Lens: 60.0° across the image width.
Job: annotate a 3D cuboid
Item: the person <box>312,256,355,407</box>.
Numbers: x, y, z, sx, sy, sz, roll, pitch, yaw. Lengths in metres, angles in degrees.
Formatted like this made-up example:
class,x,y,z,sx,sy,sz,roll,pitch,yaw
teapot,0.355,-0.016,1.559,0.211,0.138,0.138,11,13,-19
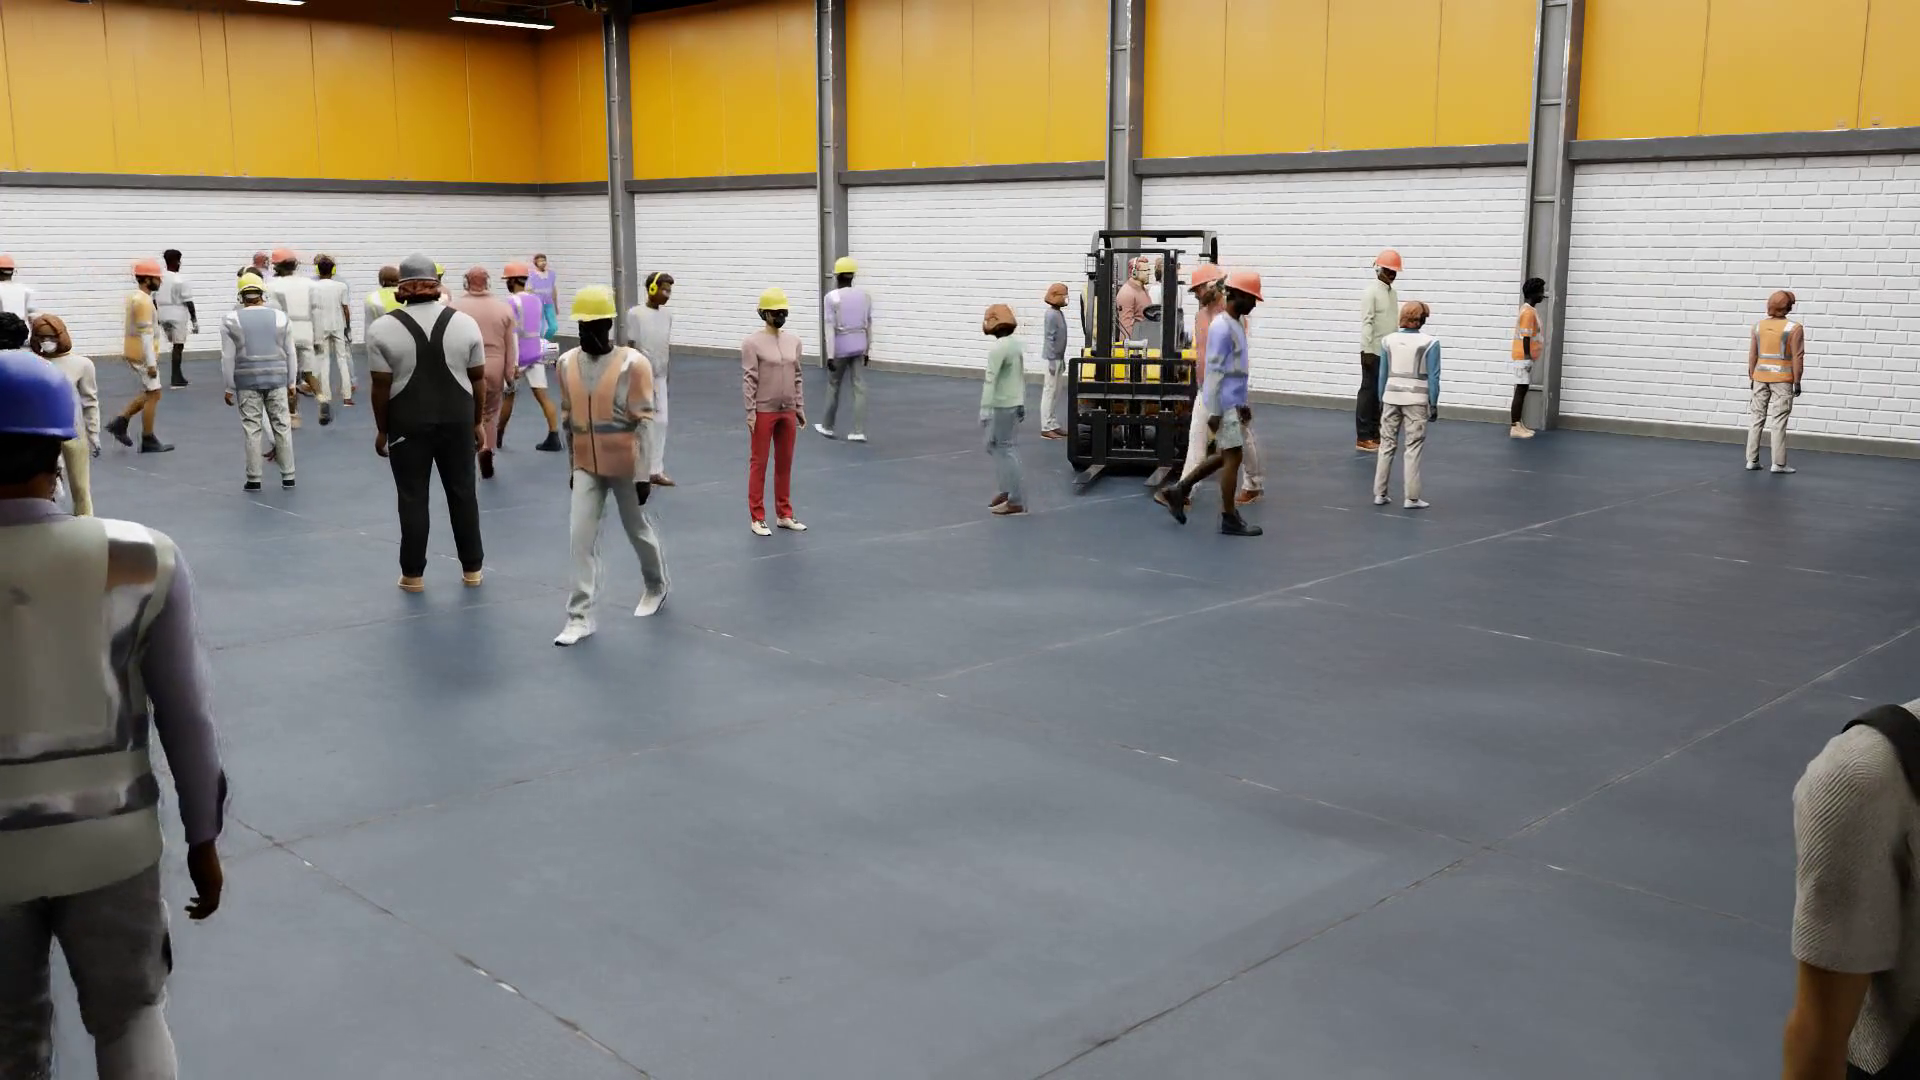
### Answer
class,x,y,z,sx,sy,sz,roll,pitch,yaw
person,-7.869,-2.596,20.764,0.520,1.873,0.335,-3,11,-18

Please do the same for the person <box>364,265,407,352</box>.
class,x,y,z,sx,sy,sz,roll,pitch,yaw
person,-6.081,-2.049,17.950,0.632,1.826,0.695,-7,12,-32

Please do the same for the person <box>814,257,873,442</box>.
class,x,y,z,sx,sy,sz,roll,pitch,yaw
person,-1.222,-1.990,17.379,0.612,1.889,0.909,-6,12,-30

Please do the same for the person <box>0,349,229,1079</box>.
class,x,y,z,sx,sy,sz,roll,pitch,yaw
person,-1.750,0.601,3.197,0.645,1.919,0.665,-6,12,-28

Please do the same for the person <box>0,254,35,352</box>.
class,x,y,z,sx,sy,sz,roll,pitch,yaw
person,-10.946,-2.322,19.134,0.654,1.913,0.584,8,13,36

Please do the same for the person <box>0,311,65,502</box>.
class,x,y,z,sx,sy,sz,roll,pitch,yaw
person,-5.534,-0.494,9.791,0.532,1.692,0.320,-1,10,-5

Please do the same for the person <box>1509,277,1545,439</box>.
class,x,y,z,sx,sy,sz,roll,pitch,yaw
person,5.982,-1.916,17.550,0.318,1.692,0.535,4,11,20

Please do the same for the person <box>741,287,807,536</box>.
class,x,y,z,sx,sy,sz,roll,pitch,yaw
person,-1.323,-0.919,11.909,0.525,1.769,0.309,-10,14,-44

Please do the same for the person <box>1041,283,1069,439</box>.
class,x,y,z,sx,sy,sz,roll,pitch,yaw
person,1.005,-1.886,17.542,0.271,1.632,0.503,3,11,18

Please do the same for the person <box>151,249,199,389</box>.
class,x,y,z,sx,sy,sz,roll,pitch,yaw
person,-10.934,-3.097,23.279,0.645,1.944,0.646,3,11,17

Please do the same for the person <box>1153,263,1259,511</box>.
class,x,y,z,sx,sy,sz,roll,pitch,yaw
person,2.001,-1.183,12.955,1.046,1.912,0.648,-7,12,-33

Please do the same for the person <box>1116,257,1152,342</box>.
class,x,y,z,sx,sy,sz,roll,pitch,yaw
person,1.857,-1.992,17.373,0.410,1.908,0.643,4,11,20

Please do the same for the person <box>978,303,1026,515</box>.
class,x,y,z,sx,sy,sz,roll,pitch,yaw
person,0.323,-0.994,12.715,0.452,1.605,0.618,4,11,20

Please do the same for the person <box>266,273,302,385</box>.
class,x,y,z,sx,sy,sz,roll,pitch,yaw
person,-9.292,-2.939,22.620,0.598,1.881,0.812,8,13,36

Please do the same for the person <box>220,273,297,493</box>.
class,x,y,z,sx,sy,sz,roll,pitch,yaw
person,-5.825,-1.302,13.843,0.589,1.822,0.403,-7,12,-32

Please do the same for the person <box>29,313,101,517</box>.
class,x,y,z,sx,sy,sz,roll,pitch,yaw
person,-5.861,-0.653,10.817,0.498,1.633,0.284,-4,11,-22

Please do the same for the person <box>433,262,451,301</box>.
class,x,y,z,sx,sy,sz,roll,pitch,yaw
person,-7.144,-2.890,22.664,0.535,1.763,0.408,9,13,39

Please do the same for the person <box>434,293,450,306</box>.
class,x,y,z,sx,sy,sz,roll,pitch,yaw
person,-6.985,-2.714,22.084,0.523,1.625,0.374,-6,12,-31

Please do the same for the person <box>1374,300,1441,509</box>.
class,x,y,z,sx,sy,sz,roll,pitch,yaw
person,3.514,-1.061,13.072,0.529,1.626,0.322,10,14,43

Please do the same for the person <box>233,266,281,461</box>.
class,x,y,z,sx,sy,sz,roll,pitch,yaw
person,-6.557,-1.648,15.696,0.520,1.843,0.506,6,12,28

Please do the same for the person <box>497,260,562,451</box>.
class,x,y,z,sx,sy,sz,roll,pitch,yaw
person,-4.374,-1.826,16.531,1.015,1.878,0.571,5,12,25

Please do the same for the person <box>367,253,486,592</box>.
class,x,y,z,sx,sy,sz,roll,pitch,yaw
person,-3.213,-0.715,10.040,0.672,2.000,0.536,-5,12,-26

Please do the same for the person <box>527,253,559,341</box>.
class,x,y,z,sx,sy,sz,roll,pitch,yaw
person,-7.161,-4.002,28.543,0.450,1.826,0.589,10,14,44

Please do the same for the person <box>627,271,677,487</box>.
class,x,y,z,sx,sy,sz,roll,pitch,yaw
person,-2.730,-1.397,14.330,0.830,1.827,0.565,10,14,42

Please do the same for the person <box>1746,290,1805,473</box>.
class,x,y,z,sx,sy,sz,roll,pitch,yaw
person,7.332,-1.420,14.969,0.308,1.644,0.519,-6,12,-30

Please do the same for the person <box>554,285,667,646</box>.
class,x,y,z,sx,sy,sz,roll,pitch,yaw
person,-1.878,-0.436,8.990,0.600,1.879,1.013,3,11,17

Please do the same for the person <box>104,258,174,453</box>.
class,x,y,z,sx,sy,sz,roll,pitch,yaw
person,-8.040,-1.804,16.329,0.598,1.911,0.584,-7,12,-33

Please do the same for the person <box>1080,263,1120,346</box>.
class,x,y,z,sx,sy,sz,roll,pitch,yaw
person,1.752,-2.498,20.311,0.429,1.842,0.637,-8,13,-36

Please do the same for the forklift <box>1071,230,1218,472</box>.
class,x,y,z,sx,sy,sz,roll,pitch,yaw
forklift,1.804,-1.825,15.677,1.214,2.155,2.313,2,11,13

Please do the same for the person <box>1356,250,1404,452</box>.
class,x,y,z,sx,sy,sz,roll,pitch,yaw
person,4.184,-1.878,16.538,0.401,1.984,0.611,9,13,39

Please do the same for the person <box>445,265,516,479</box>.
class,x,y,z,sx,sy,sz,roll,pitch,yaw
person,-4.223,-1.477,14.640,0.650,1.880,0.822,-6,12,-28

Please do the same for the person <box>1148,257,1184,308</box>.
class,x,y,z,sx,sy,sz,roll,pitch,yaw
person,2.323,-2.289,19.052,0.342,1.882,0.586,9,14,41

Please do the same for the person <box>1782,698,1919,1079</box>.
class,x,y,z,sx,sy,sz,roll,pitch,yaw
person,1.256,0.830,2.150,0.517,1.843,0.325,-5,11,-25

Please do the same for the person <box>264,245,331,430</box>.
class,x,y,z,sx,sy,sz,roll,pitch,yaw
person,-7.223,-2.188,18.116,0.713,2.026,0.630,9,14,42

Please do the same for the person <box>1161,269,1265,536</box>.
class,x,y,z,sx,sy,sz,roll,pitch,yaw
person,1.821,-0.990,11.944,0.702,1.901,0.564,3,11,16

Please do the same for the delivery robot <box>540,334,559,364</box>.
class,x,y,z,sx,sy,sz,roll,pitch,yaw
delivery robot,-6.722,-3.044,26.543,0.707,0.478,0.477,9,14,40

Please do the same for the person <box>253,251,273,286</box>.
class,x,y,z,sx,sy,sz,roll,pitch,yaw
person,-9.728,-3.084,23.327,0.654,1.905,0.408,4,11,20

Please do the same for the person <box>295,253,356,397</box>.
class,x,y,z,sx,sy,sz,roll,pitch,yaw
person,-8.406,-2.829,21.989,0.659,1.882,1.023,4,11,23
